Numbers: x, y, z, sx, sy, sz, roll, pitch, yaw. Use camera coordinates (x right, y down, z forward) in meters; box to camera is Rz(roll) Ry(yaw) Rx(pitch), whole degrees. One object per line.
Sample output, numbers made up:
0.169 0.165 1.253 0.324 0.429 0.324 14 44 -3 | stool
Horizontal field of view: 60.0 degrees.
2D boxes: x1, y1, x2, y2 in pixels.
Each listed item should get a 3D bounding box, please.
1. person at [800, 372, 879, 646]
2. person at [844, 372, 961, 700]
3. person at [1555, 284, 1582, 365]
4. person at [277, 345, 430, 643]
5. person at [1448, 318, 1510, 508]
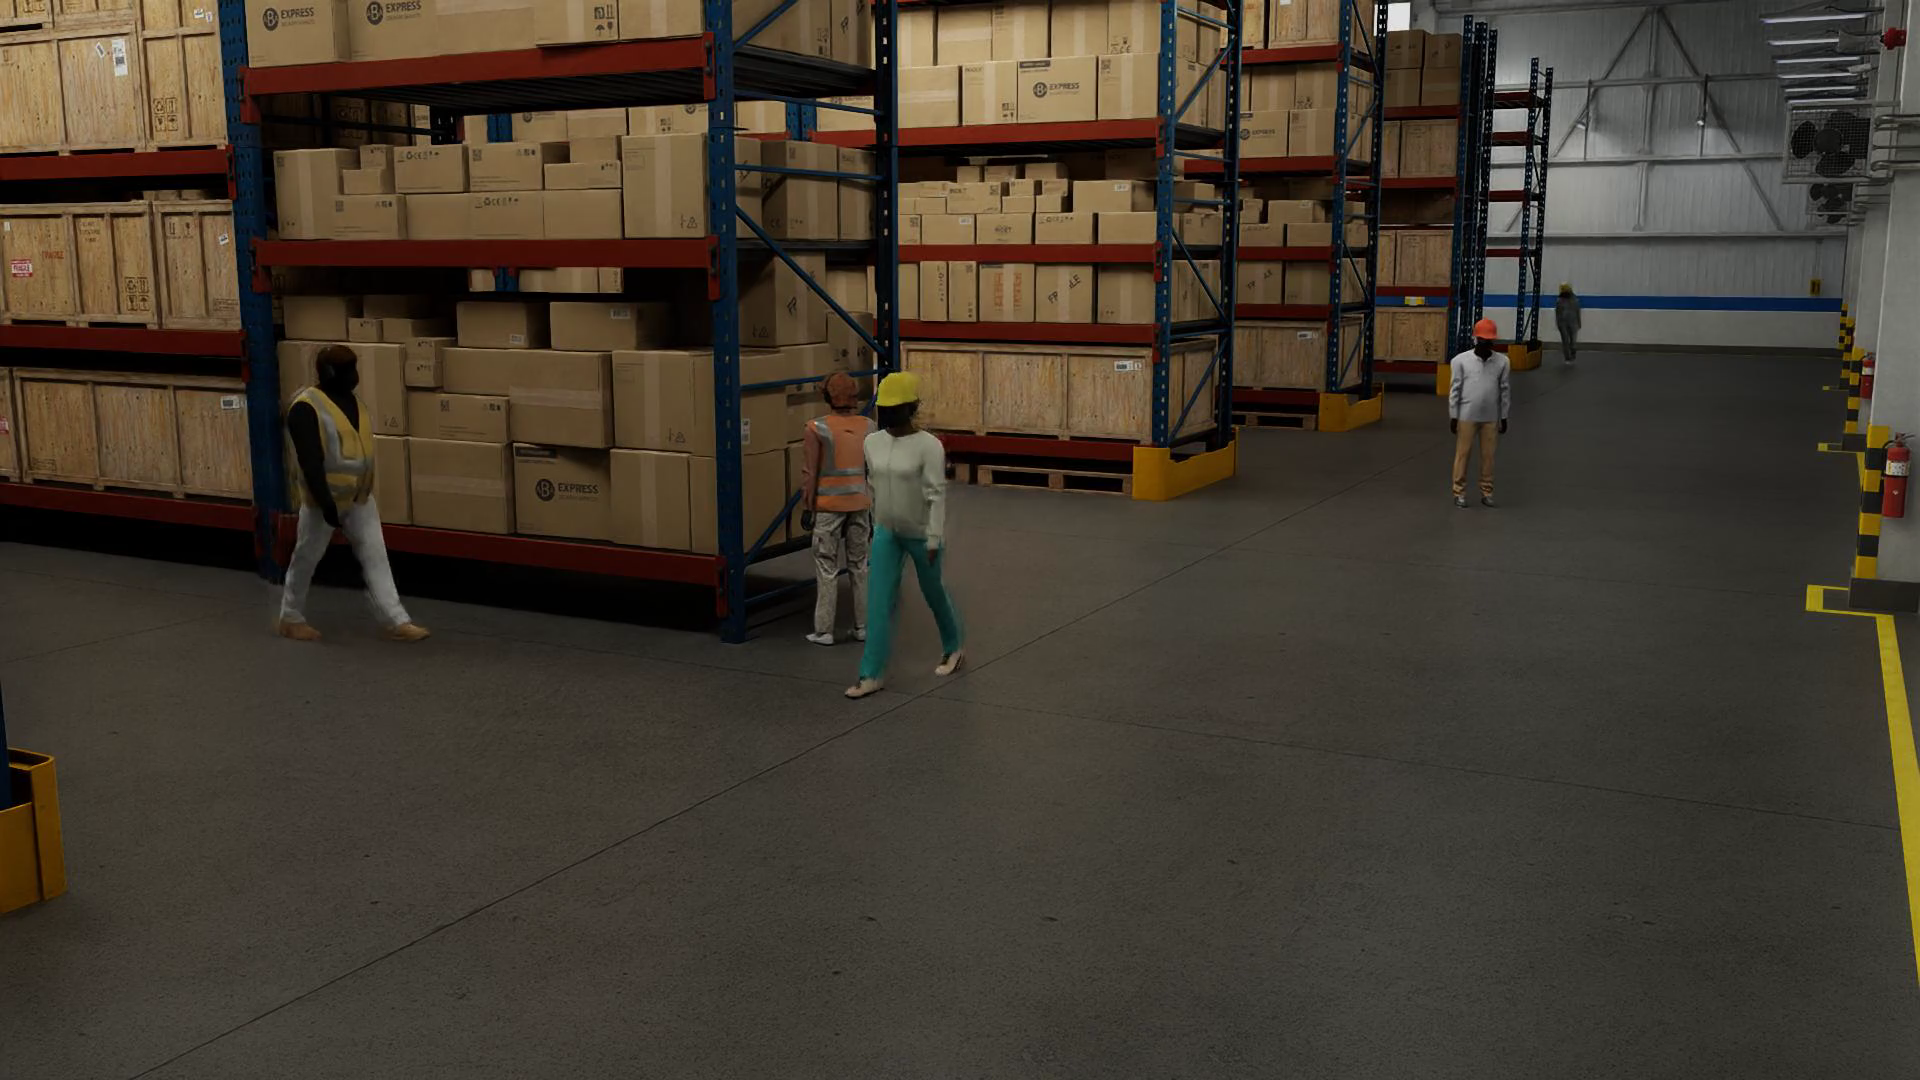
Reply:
-0.706 -0.182 9.919 0.526 1.631 0.321 -6 12 -33 | person
-0.270 -0.054 8.938 0.530 1.713 0.934 5 11 28 | person
12.644 -4.474 34.576 0.540 1.685 0.722 4 11 22 | person
-3.700 -0.255 9.889 0.975 1.802 0.615 4 11 22 | person
4.756 -1.156 15.228 0.567 1.744 0.352 0 10 -2 | person
